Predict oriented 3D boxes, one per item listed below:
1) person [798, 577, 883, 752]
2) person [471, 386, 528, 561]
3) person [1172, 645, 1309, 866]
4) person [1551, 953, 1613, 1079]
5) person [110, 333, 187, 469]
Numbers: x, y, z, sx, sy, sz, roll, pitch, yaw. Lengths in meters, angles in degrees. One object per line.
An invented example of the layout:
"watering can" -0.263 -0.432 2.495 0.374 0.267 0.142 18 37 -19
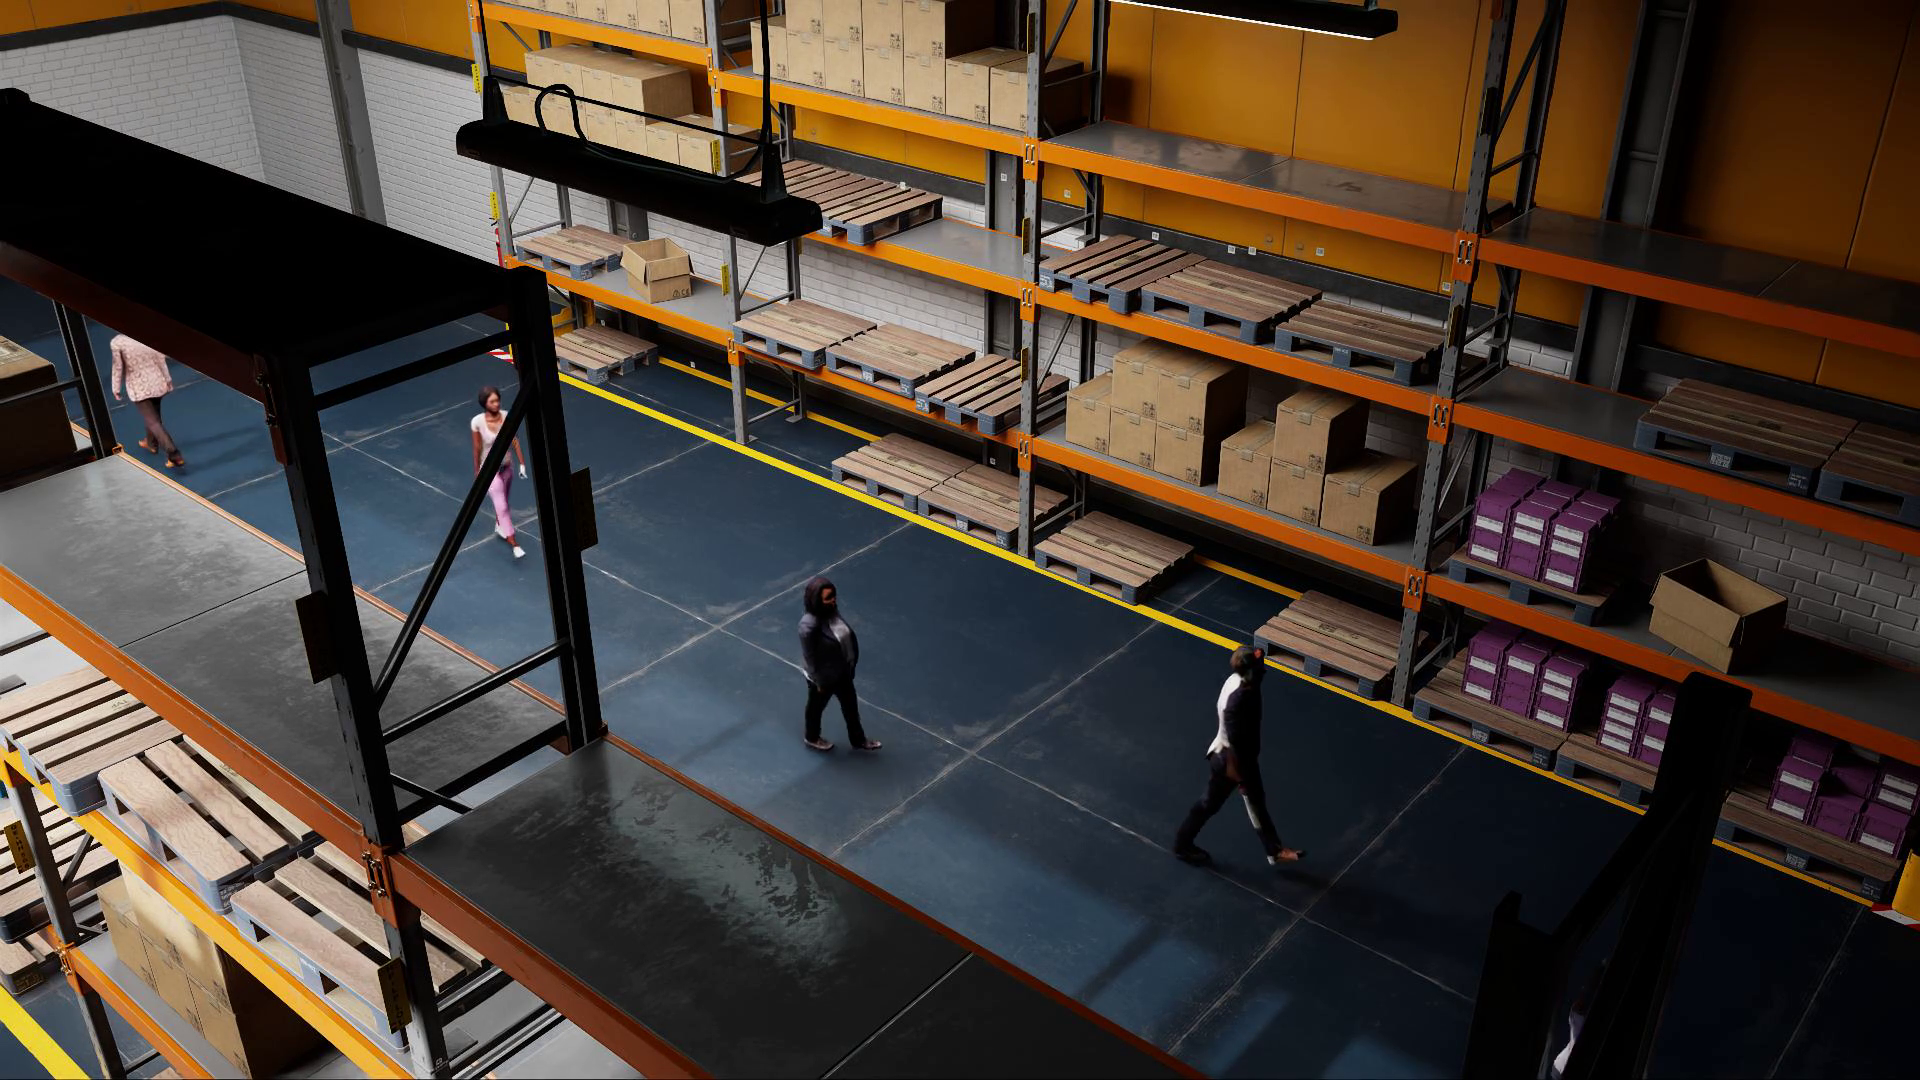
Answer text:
"person" -1.116 0.996 13.073 0.964 1.568 0.820 12 31 21
"person" -4.493 -0.691 16.050 0.711 1.680 1.141 -21 35 -34
"person" 1.847 1.552 11.773 1.283 1.837 0.949 12 31 20
"person" 3.457 2.945 9.366 0.647 1.697 0.649 -20 35 -32
"person" -8.568 -1.581 17.590 1.224 1.769 0.801 18 33 29
